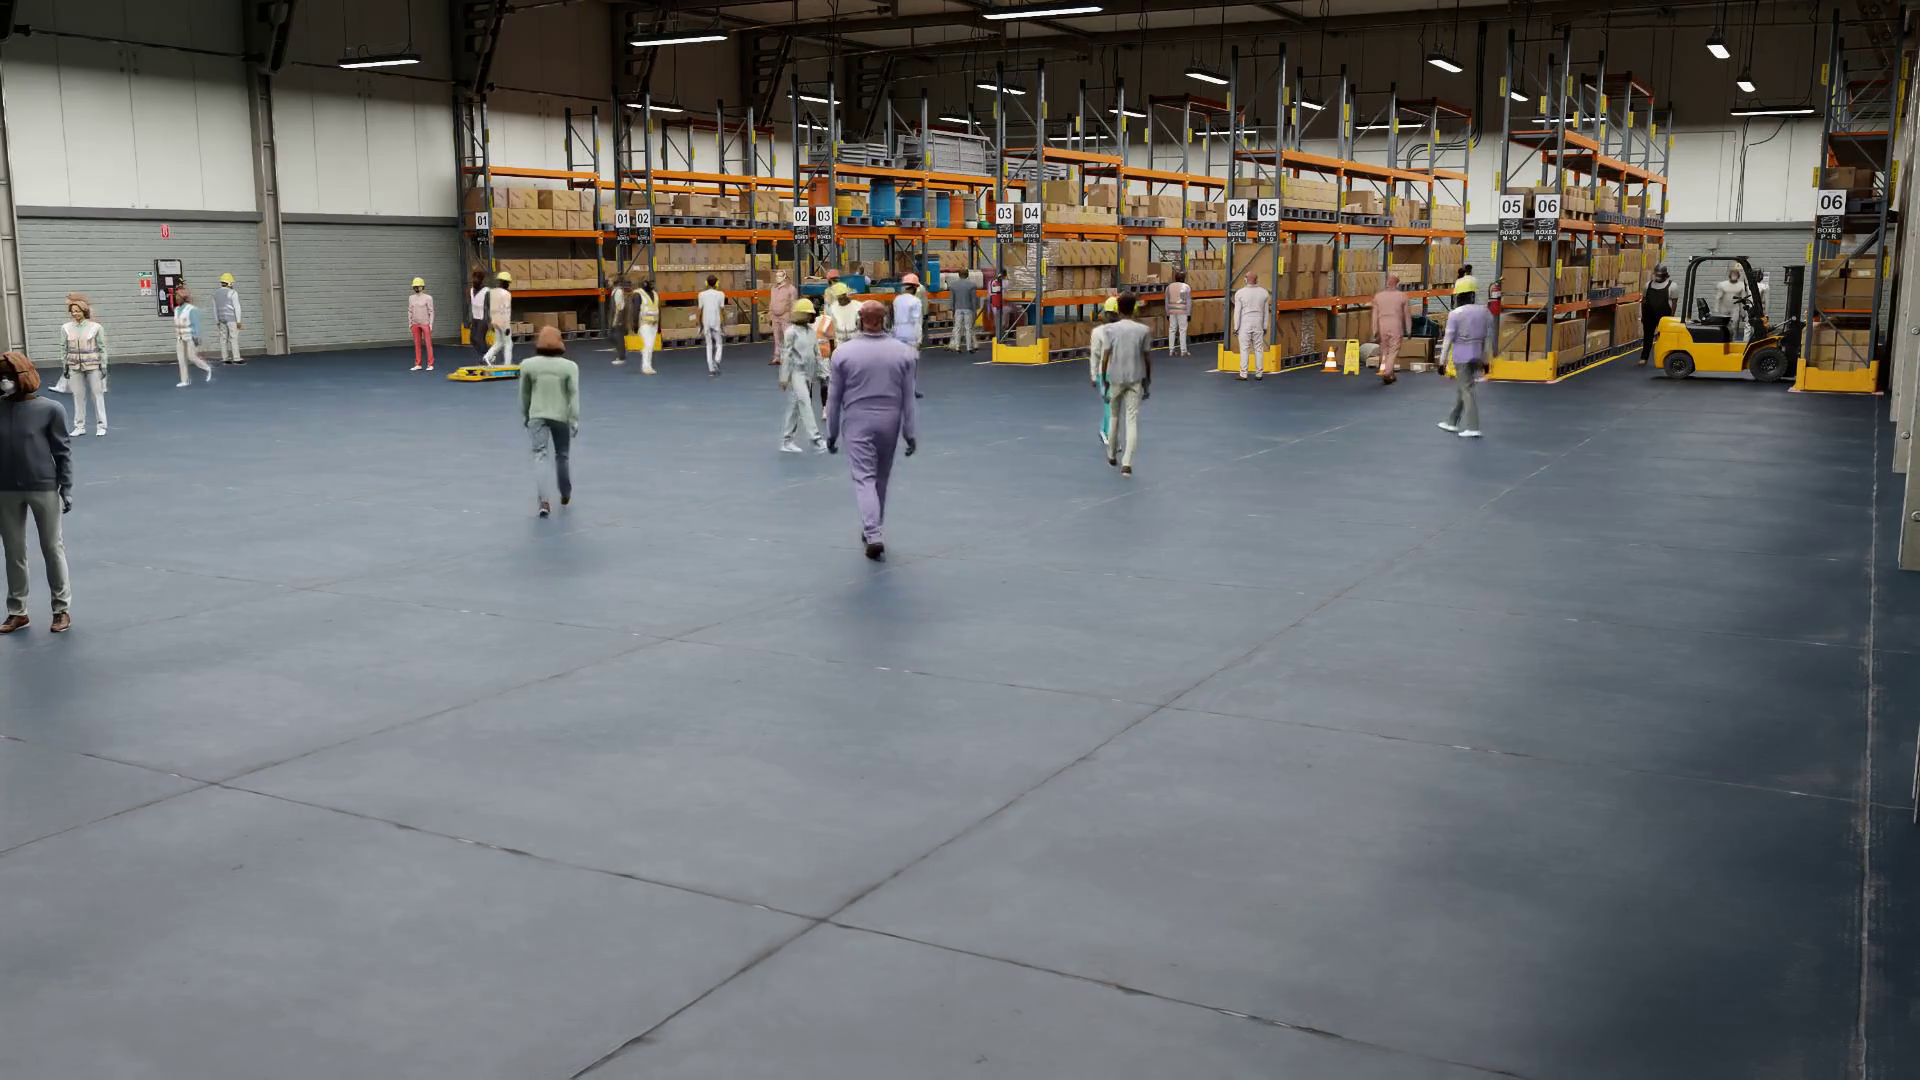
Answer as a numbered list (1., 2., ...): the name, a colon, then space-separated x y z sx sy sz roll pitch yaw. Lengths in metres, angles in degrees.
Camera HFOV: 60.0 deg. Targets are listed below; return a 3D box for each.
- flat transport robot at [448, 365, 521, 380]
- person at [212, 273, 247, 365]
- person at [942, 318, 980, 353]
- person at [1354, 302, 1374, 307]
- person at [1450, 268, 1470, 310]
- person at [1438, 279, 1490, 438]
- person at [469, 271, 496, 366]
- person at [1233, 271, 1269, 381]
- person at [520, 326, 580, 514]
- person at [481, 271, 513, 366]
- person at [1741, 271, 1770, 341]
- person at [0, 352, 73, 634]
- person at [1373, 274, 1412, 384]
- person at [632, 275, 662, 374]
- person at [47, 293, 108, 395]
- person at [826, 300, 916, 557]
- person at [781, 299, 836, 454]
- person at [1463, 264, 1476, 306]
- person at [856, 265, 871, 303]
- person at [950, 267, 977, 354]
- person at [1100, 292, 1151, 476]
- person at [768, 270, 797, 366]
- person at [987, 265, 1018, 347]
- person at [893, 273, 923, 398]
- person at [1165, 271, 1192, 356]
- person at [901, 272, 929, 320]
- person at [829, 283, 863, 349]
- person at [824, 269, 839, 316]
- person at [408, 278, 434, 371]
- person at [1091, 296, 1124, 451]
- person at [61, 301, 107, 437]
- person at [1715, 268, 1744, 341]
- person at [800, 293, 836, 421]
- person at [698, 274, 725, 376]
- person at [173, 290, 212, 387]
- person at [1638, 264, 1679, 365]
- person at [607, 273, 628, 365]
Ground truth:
1. flat transport robot: -8.262 -2.972 29.413 0.652 0.197 1.431 7 12 37
2. person: -14.618 -4.409 33.260 0.591 1.834 0.404 3 10 18
3. person: 0.055 -5.004 37.492 0.859 1.589 0.496 -2 10 -11
4. person: 11.121 -6.602 45.532 0.641 2.029 0.621 7 12 36
5. person: 13.413 -6.352 44.567 0.511 1.860 0.332 2 10 12
6. person: 6.051 -2.208 20.192 0.606 1.885 0.908 -5 11 -28
7. person: -9.154 -4.200 31.845 0.631 1.896 0.458 9 13 42
8. person: 5.085 -3.747 29.169 0.643 1.910 0.399 -2 10 -11
9. person: -3.494 -1.028 14.187 0.504 1.585 0.891 -2 10 -10
10. person: -8.495 -3.976 30.540 0.606 1.894 0.695 7 12 37
11. person: 17.042 -4.840 35.633 0.575 1.885 0.355 9 13 41
12. person: -5.395 -0.270 9.611 0.509 1.632 0.268 -1 10 -7
13. person: 7.382 -3.607 28.444 0.647 1.870 0.925 8 12 38
14. person: -5.697 -3.949 30.594 0.538 1.824 0.649 5 11 29
15. person: -13.865 -3.065 26.090 0.516 1.595 0.855 8 12 38
16. person: -0.653 -0.824 12.206 0.654 1.866 0.971 -3 10 -17
17. person: -1.655 -1.790 18.285 0.879 1.694 0.513 6 11 32
18. person: 14.482 -6.872 47.345 0.773 1.935 0.629 -8 12 -37
19. person: -2.631 -6.322 44.151 0.627 1.941 0.371 9 13 42
20. person: 0.084 -5.095 36.971 0.631 1.940 0.372 3 10 16
21. person: 1.664 -1.580 16.738 0.528 1.810 1.013 0 10 0
22. person: -3.546 -4.414 33.071 0.638 1.910 0.407 6 11 31
23. person: 0.964 -5.035 36.503 0.647 1.969 1.088 4 10 22
24. person: -0.792 -3.099 25.342 0.565 1.916 0.517 8 13 40
25. person: 4.775 -4.928 36.272 0.624 1.845 0.430 7 12 37
26. person: -0.963 -5.157 37.670 0.658 1.817 0.757 6 11 31
27. person: -1.718 -2.999 25.216 0.567 1.765 0.891 2 10 9
28. person: -2.509 -4.455 33.267 0.412 1.919 0.575 9 13 43
29. person: -10.259 -4.099 31.646 0.530 1.768 0.312 2 10 13
30. person: 1.722 -1.902 18.886 0.523 1.728 0.864 -3 10 -18
31. person: -10.576 -2.066 20.108 0.517 1.639 0.314 -1 10 -4
32. person: 17.308 -5.147 37.335 0.640 1.918 0.622 5 11 29
33. person: -1.922 -2.424 22.053 0.557 1.699 0.320 -1 10 -4
34. person: -4.531 -3.918 30.350 0.506 1.848 0.382 0 10 -1
35. person: -12.891 -3.377 27.831 0.527 1.619 0.550 5 11 26
36. person: 13.905 -4.496 33.160 0.674 2.000 0.535 7 12 36
37. person: -6.895 -4.427 33.375 0.393 1.827 0.505 -5 11 -28
